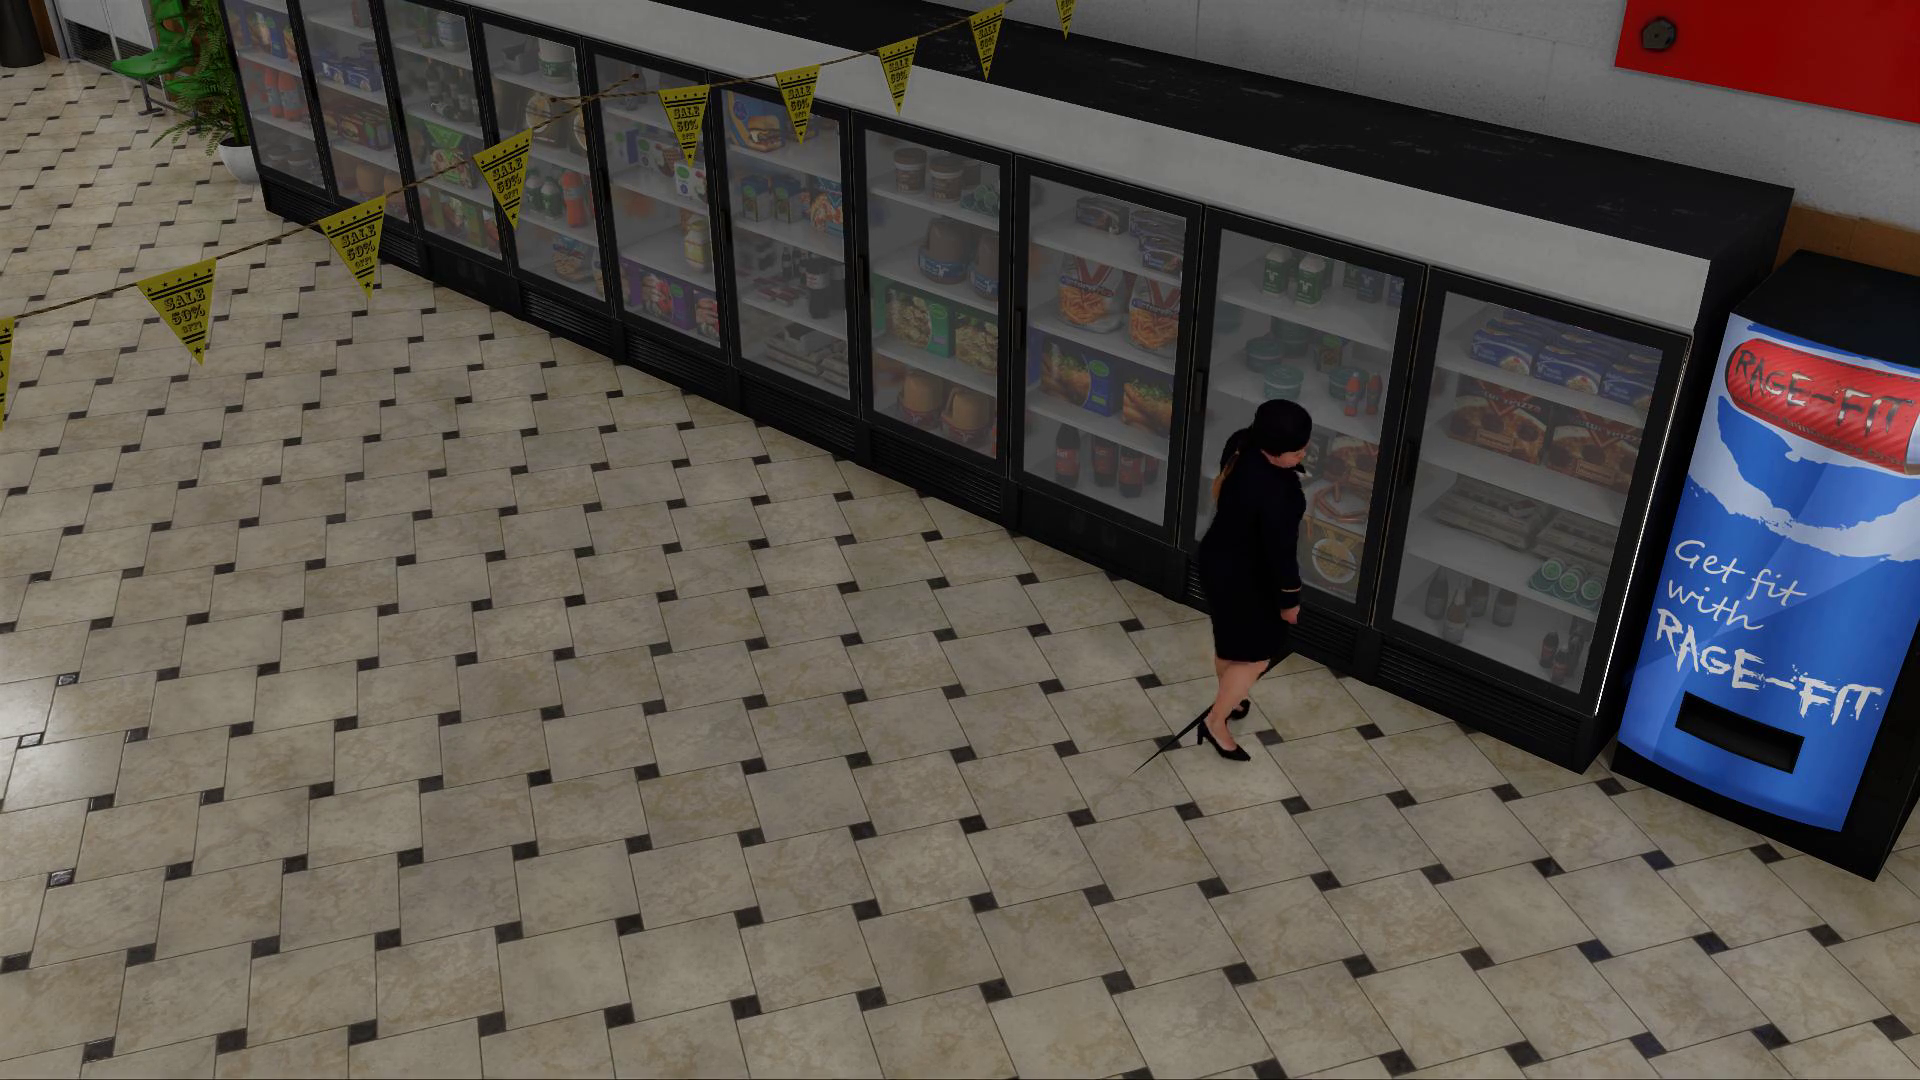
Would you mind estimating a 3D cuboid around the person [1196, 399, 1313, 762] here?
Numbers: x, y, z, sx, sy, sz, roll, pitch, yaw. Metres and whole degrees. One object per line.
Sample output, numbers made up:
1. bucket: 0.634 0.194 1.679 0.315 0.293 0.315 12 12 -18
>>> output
1. person: 1.158 0.120 6.765 0.844 1.647 0.837 -18 36 -26
